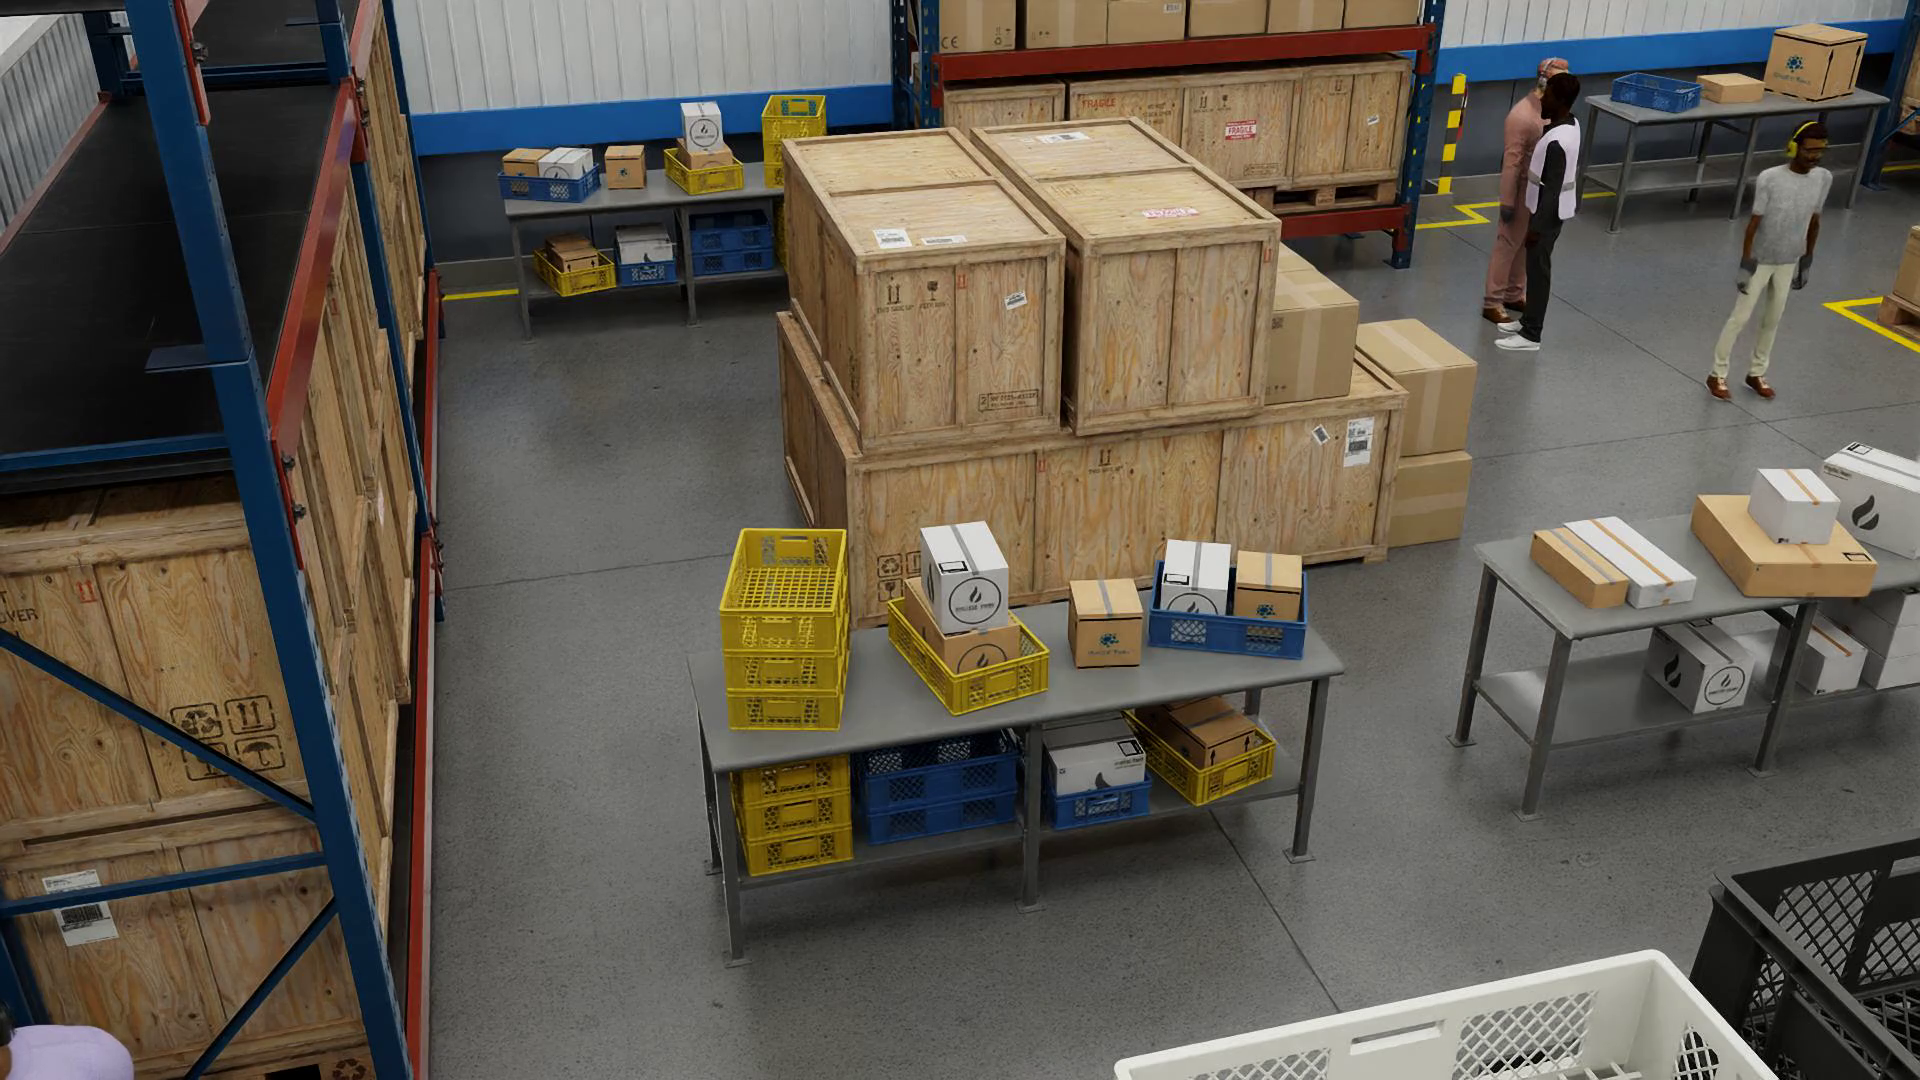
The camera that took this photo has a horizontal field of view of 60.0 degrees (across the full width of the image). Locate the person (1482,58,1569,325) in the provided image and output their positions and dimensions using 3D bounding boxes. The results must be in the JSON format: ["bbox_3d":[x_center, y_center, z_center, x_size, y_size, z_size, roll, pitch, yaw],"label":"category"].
[{"bbox_3d":[4.111,-2.493,11.932,0.651,1.906,0.403,-22,36,-34],"label":"person"}]

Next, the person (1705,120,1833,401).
[{"bbox_3d":[5.239,-1.781,10.696,0.509,1.858,0.355,-2,29,-3],"label":"person"}]

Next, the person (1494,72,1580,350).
[{"bbox_3d":[4.041,-2.256,11.489,0.391,1.920,0.593,10,30,17],"label":"person"}]

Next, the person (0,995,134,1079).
[{"bbox_3d":[-2.257,1.799,4.117,0.627,1.933,0.367,-18,33,-29],"label":"person"}]
